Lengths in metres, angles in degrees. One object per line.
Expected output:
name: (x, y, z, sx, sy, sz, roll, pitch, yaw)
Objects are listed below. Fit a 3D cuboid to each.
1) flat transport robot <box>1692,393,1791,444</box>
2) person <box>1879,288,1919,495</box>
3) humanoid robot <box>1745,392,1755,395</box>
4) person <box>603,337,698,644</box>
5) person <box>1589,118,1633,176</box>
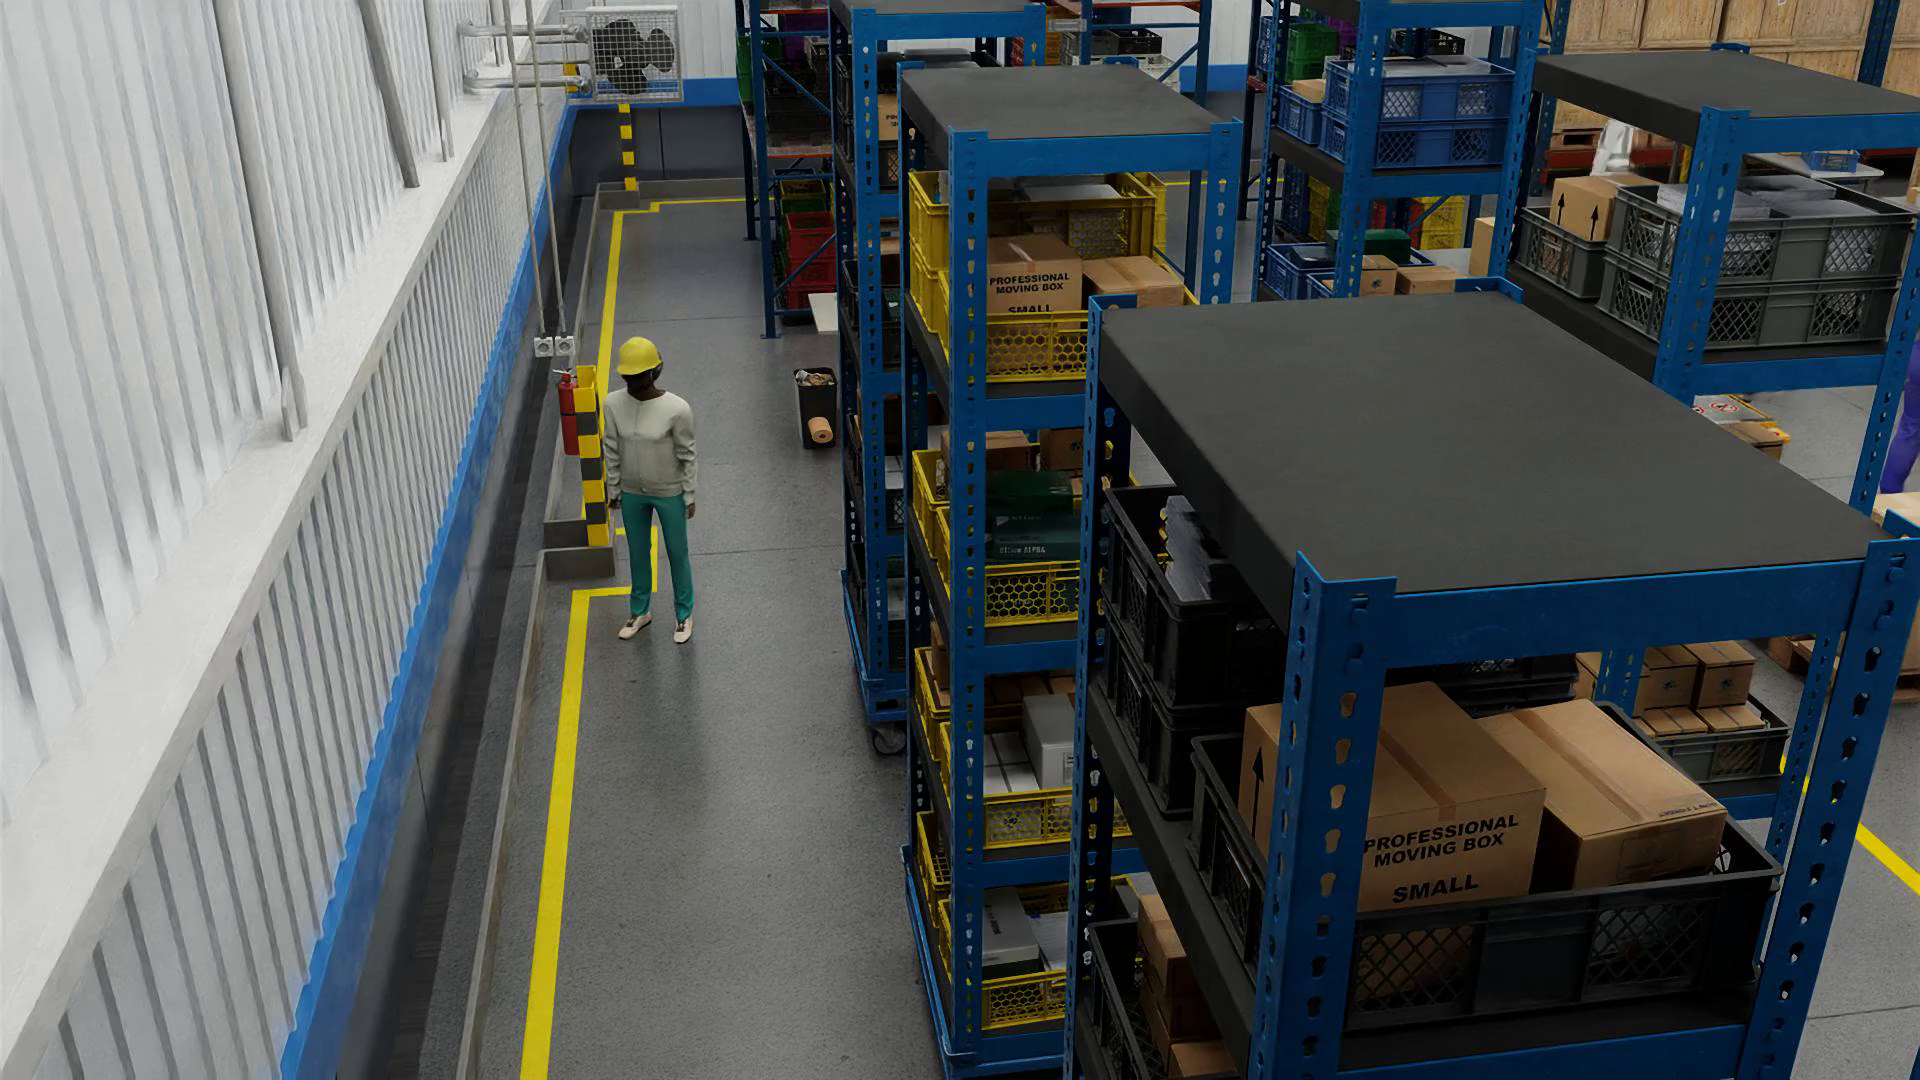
flat transport robot: (5.224, -0.859, 12.132, 1.431, 0.197, 0.652, -4, 25, -8)
person: (6.312, -1.083, 10.536, 0.535, 2.000, 0.682, -19, 31, -35)
humanoid robot: (6.103, -1.897, 12.736, 0.392, 1.643, 0.610, 9, 26, 18)
person: (-1.682, -0.262, 9.074, 0.524, 1.768, 0.326, 6, 25, 12)
person: (6.241, -3.495, 16.026, 0.977, 1.840, 0.588, 10, 26, 20)
